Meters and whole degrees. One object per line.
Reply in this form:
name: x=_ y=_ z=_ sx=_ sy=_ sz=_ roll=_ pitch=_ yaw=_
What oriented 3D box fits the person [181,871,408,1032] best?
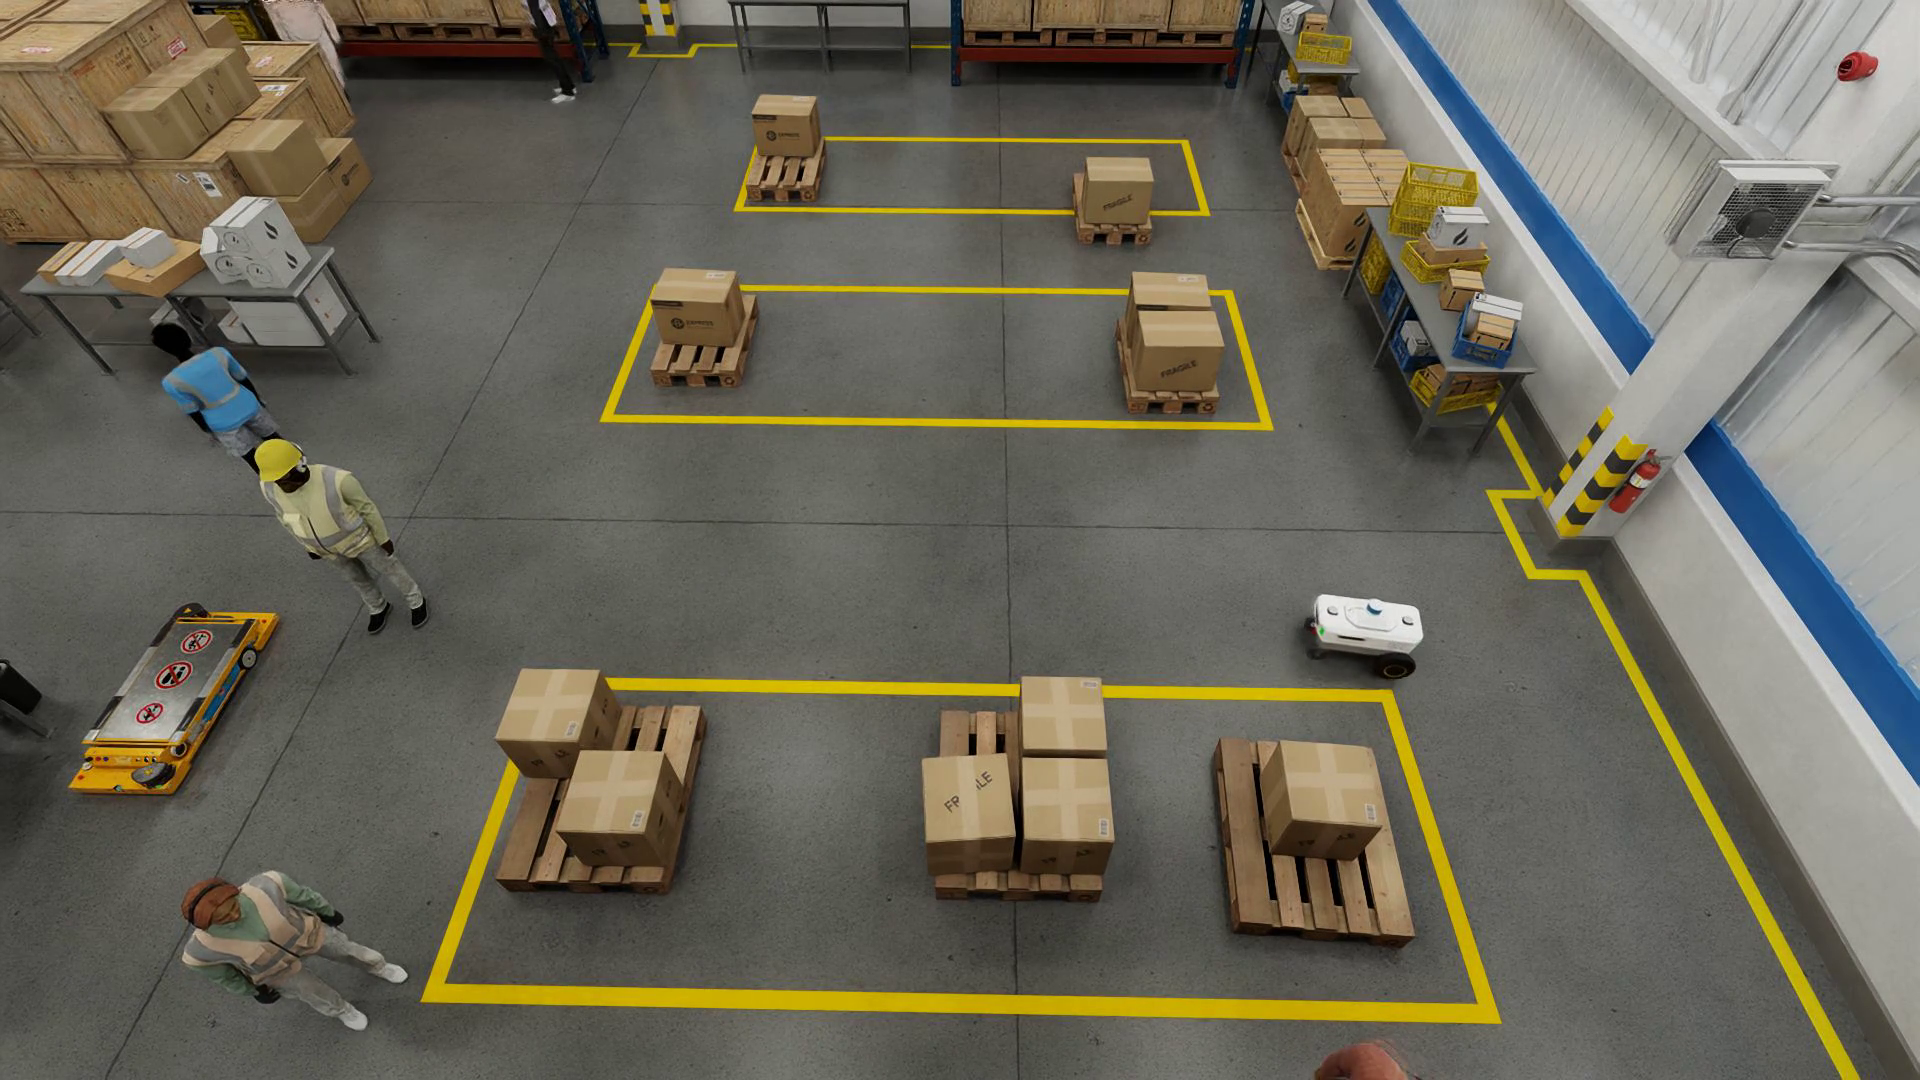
person: x=-3.407 y=2.101 z=4.686 sx=0.331 sy=1.628 sz=0.513 roll=21 pitch=53 yaw=17

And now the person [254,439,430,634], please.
person: x=-4.269 y=-0.004 z=6.337 sx=0.597 sy=1.832 sz=0.404 roll=-7 pitch=50 yaw=-6

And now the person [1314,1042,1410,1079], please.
person: x=1.770 y=2.640 z=4.050 sx=0.868 sy=1.932 sz=0.648 roll=-4 pitch=50 yaw=-3

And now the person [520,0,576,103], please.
person: x=-5.491 y=-6.749 z=12.006 sx=0.432 sy=1.900 sz=0.601 roll=-16 pitch=52 yaw=-13

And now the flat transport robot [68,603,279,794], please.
flat transport robot: x=-5.504 y=1.072 z=6.442 sx=0.652 sy=0.197 sz=1.431 roll=1 pitch=50 yaw=1

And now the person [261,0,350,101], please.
person: x=-8.330 y=-6.439 z=11.752 sx=0.657 sy=1.882 sz=0.790 roll=-32 pitch=57 yaw=-24

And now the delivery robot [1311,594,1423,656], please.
delivery robot: x=2.914 y=0.606 z=6.593 sx=0.707 sy=0.478 sz=0.477 roll=7 pitch=50 yaw=6

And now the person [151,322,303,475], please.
person: x=-5.759 y=-0.995 z=7.262 sx=0.317 sy=1.695 sz=0.540 roll=20 pitch=53 yaw=16
